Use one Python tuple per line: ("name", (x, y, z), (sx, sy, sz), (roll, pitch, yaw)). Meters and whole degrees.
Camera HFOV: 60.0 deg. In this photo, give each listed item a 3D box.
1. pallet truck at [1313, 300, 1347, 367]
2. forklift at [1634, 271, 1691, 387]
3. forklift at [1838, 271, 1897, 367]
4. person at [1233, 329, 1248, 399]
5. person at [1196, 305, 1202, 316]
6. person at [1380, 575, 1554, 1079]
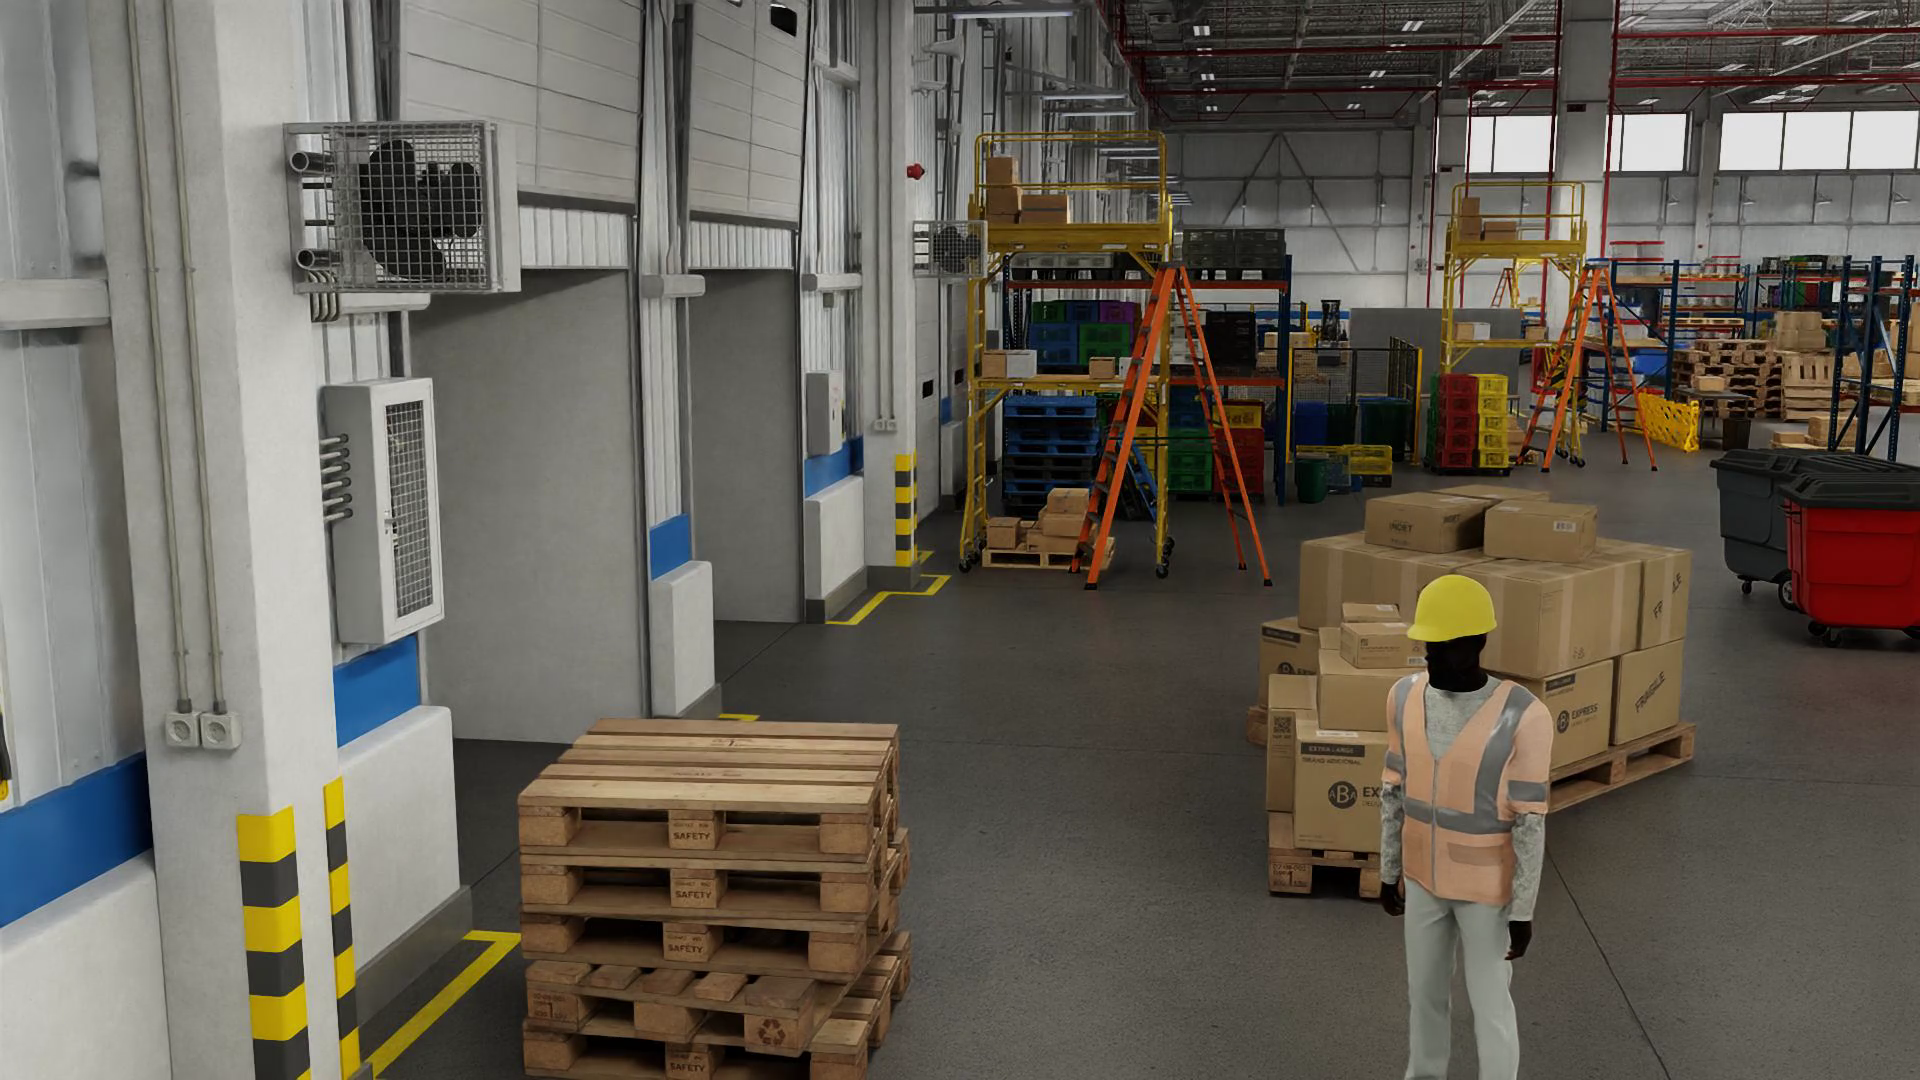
("pallet truck", (11.159, -6.200, 49.718), (0.823, 1.965, 1.885), (4, 10, 26))
("forklift", (16.855, -5.190, 40.775), (1.873, 2.768, 1.129), (8, 12, 41))
("forklift", (26.385, -6.300, 47.620), (1.873, 2.768, 1.129), (3, 10, 20))
("person", (5.892, -3.584, 34.723), (0.312, 1.632, 0.519), (-6, 11, -31))
("person", (6.308, -5.296, 44.378), (0.392, 1.928, 0.543), (9, 13, 44))
("person", (1.553, 1.054, 5.235), (0.393, 1.921, 0.587), (-7, 12, -38))
